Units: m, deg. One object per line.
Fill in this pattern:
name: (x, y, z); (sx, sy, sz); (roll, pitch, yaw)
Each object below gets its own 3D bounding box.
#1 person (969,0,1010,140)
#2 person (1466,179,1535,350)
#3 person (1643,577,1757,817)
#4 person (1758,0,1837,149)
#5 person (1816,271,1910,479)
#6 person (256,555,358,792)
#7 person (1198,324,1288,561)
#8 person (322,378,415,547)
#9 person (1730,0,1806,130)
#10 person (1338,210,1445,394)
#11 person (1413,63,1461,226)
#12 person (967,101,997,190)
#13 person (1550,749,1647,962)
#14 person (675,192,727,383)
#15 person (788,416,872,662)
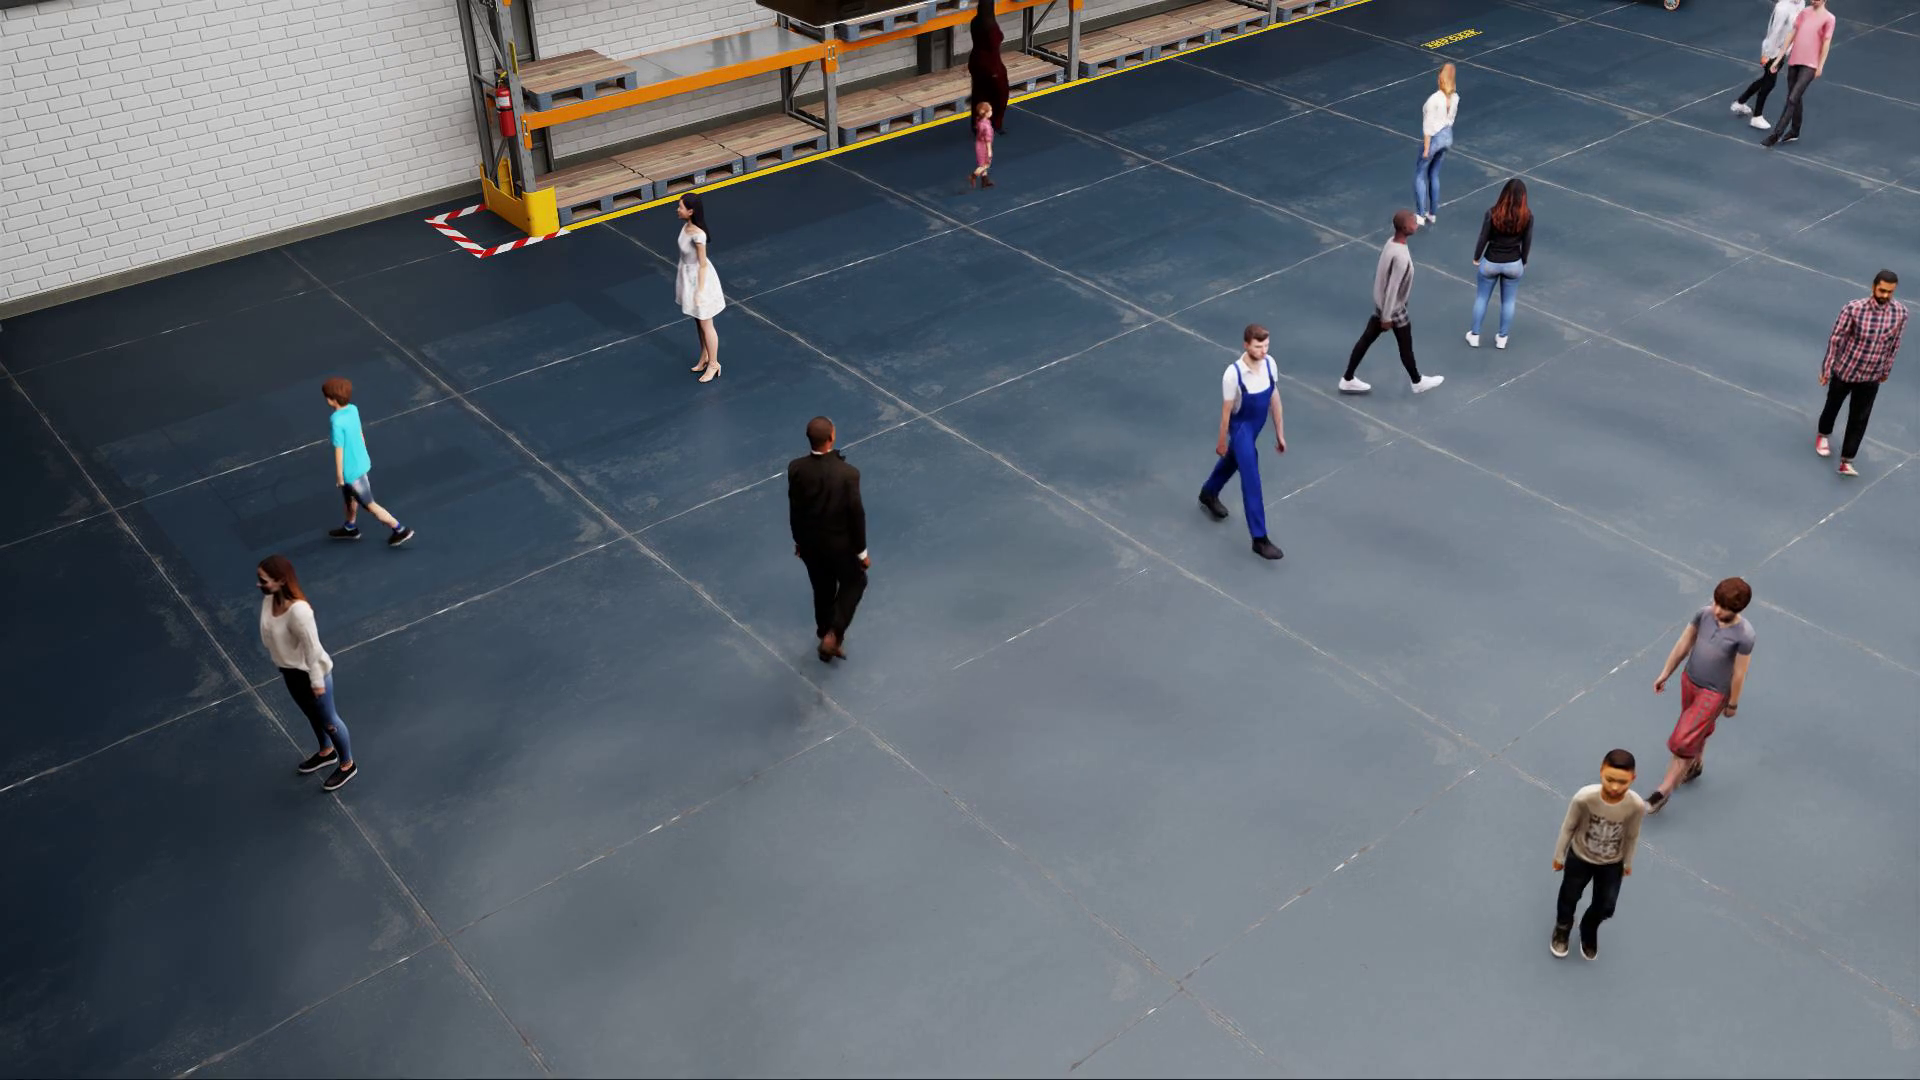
person: (0.245, -5.659, 19.992); (0.666, 1.743, 0.681); (-22, 40, -30)
person: (5.026, -2.565, 15.440); (0.715, 1.630, 0.763); (5, 34, 7)
person: (4.650, 0.892, 10.243); (1.010, 1.625, 0.737); (-14, 36, -20)
person: (10.130, -5.662, 19.833); (1.113, 1.925, 0.780); (-15, 36, -21)
person: (7.336, -1.421, 13.630); (1.086, 1.728, 1.223); (9, 35, 13)
person: (-4.061, 0.810, 10.307); (0.654, 1.692, 0.590); (26, 42, 33)
person: (2.130, -0.847, 12.705); (1.241, 1.796, 0.749); (-21, 39, -28)
person: (-4.541, -0.565, 12.616); (0.982, 1.426, 0.899); (1, 34, 1)
person: (9.949, -6.006, 20.375); (0.838, 1.899, 0.806); (26, 42, 34)
person: (3.651, -2.040, 14.559); (1.195, 1.731, 1.083); (0, 34, 1)
person: (5.132, -4.222, 17.868); (0.821, 1.703, 0.618); (28, 43, 36)
person: (0.236, -4.457, 18.838); (0.643, 1.019, 0.530); (-12, 36, -18)
person: (3.511, 1.695, 9.191); (0.663, 1.453, 0.696); (8, 34, 12)
person: (-2.340, -2.260, 14.851); (0.742, 1.774, 0.732); (-12, 36, -18)
person: (-0.912, 0.065, 11.244); (0.913, 1.895, 0.971); (9, 35, 14)
